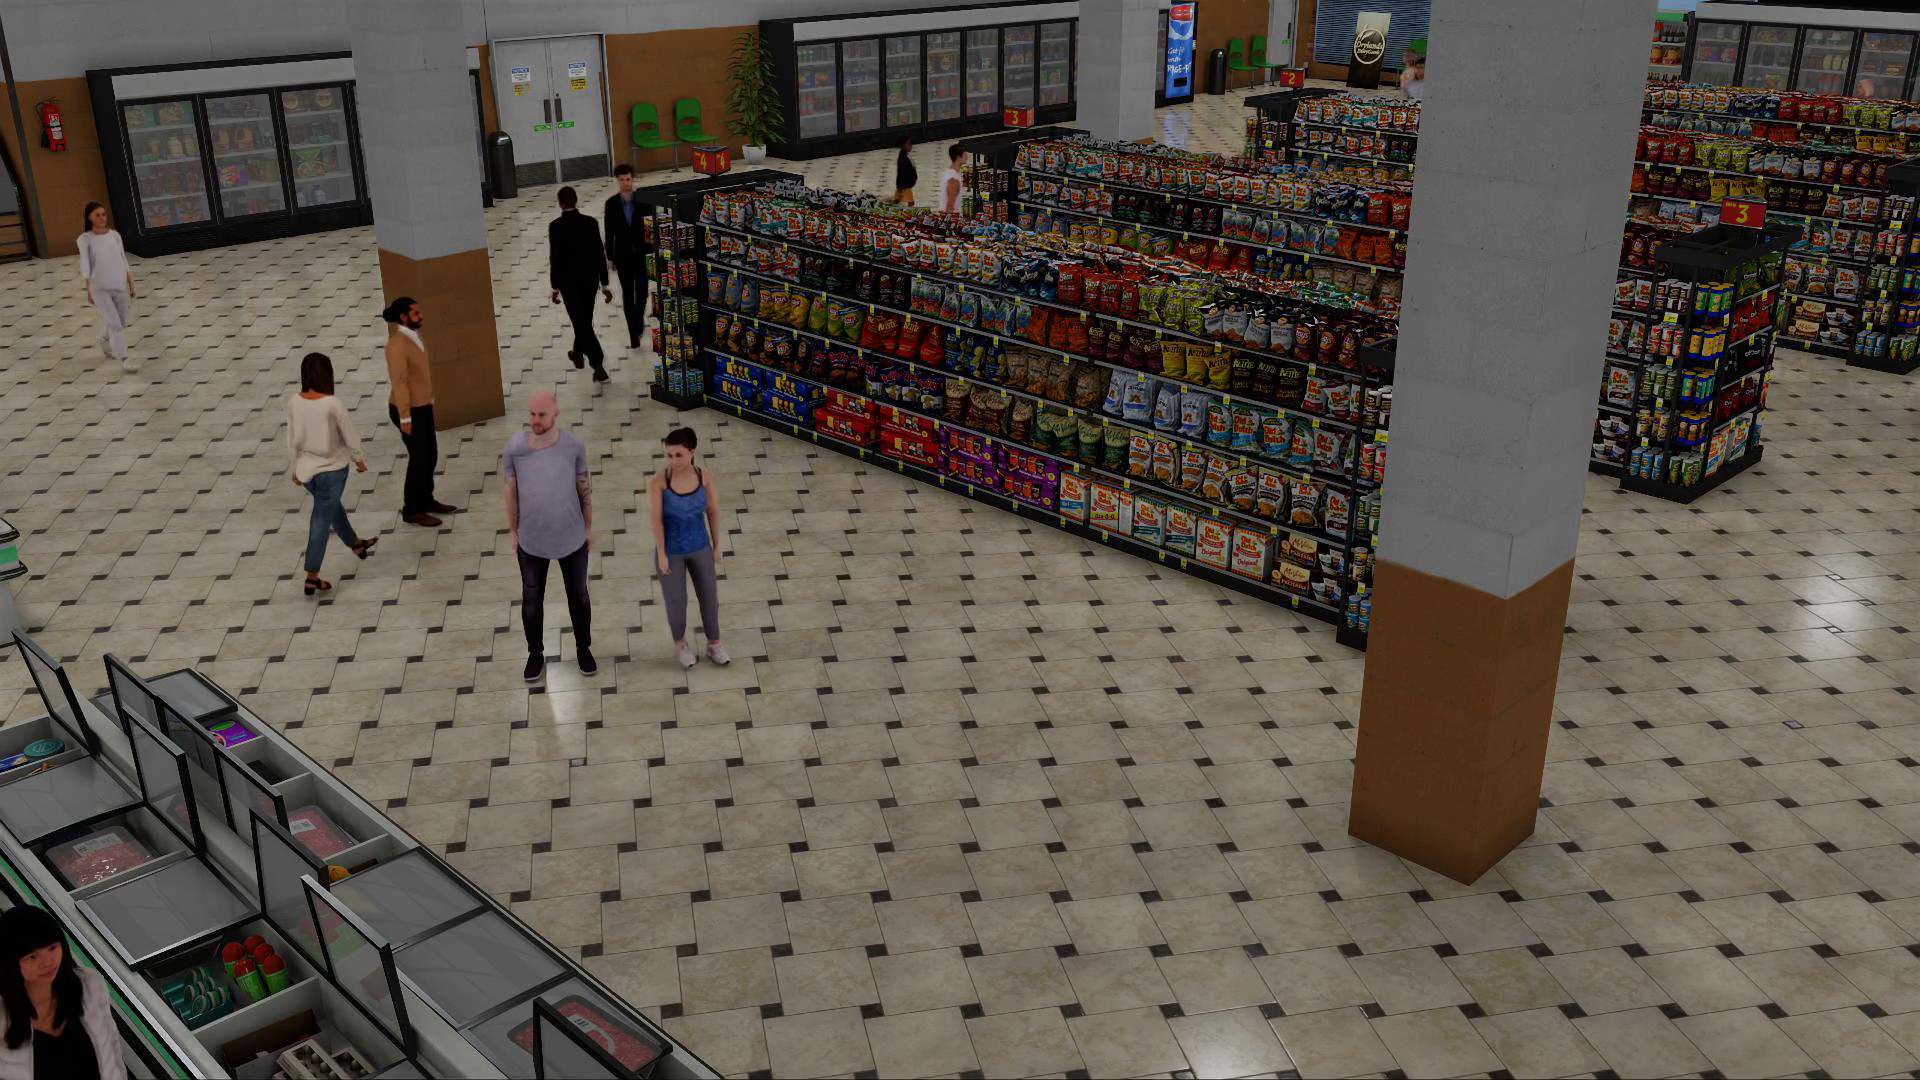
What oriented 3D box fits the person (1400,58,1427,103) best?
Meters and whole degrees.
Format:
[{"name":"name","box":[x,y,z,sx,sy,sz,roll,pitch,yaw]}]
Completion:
[{"name":"person","box":[7.413,-6.796,26.925,1.251,1.868,0.999,12,25,27]}]

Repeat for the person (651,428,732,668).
[{"name":"person","box":[-1.719,0.065,10.226,0.682,1.587,0.699,-12,25,-27]}]

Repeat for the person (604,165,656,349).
[{"name":"person","box":[-3.439,-3.005,17.494,1.074,1.865,1.293,-6,23,-14]}]

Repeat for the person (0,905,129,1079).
[{"name":"person","box":[-3.039,1.926,5.566,0.597,1.609,1.023,-20,29,-41]}]

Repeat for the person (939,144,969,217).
[{"name":"person","box":[-0.208,-3.682,19.342,1.131,1.743,1.185,-4,22,-10]}]

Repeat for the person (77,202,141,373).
[{"name":"person","box":[-8.519,-2.517,16.547,1.045,1.667,0.730,14,26,32]}]

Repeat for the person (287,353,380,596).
[{"name":"person","box":[-4.404,-0.414,11.337,1.059,1.648,0.927,8,23,19]}]

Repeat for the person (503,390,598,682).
[{"name":"person","box":[-2.493,-0.046,10.168,0.760,1.838,0.774,-5,22,-12]}]

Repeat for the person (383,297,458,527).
[{"name":"person","box":[-4.156,-0.987,12.633,0.823,1.745,0.764,-1,22,-2]}]

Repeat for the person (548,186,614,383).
[{"name":"person","box":[-3.635,-2.408,16.031,0.890,1.849,1.395,-14,26,-31]}]
